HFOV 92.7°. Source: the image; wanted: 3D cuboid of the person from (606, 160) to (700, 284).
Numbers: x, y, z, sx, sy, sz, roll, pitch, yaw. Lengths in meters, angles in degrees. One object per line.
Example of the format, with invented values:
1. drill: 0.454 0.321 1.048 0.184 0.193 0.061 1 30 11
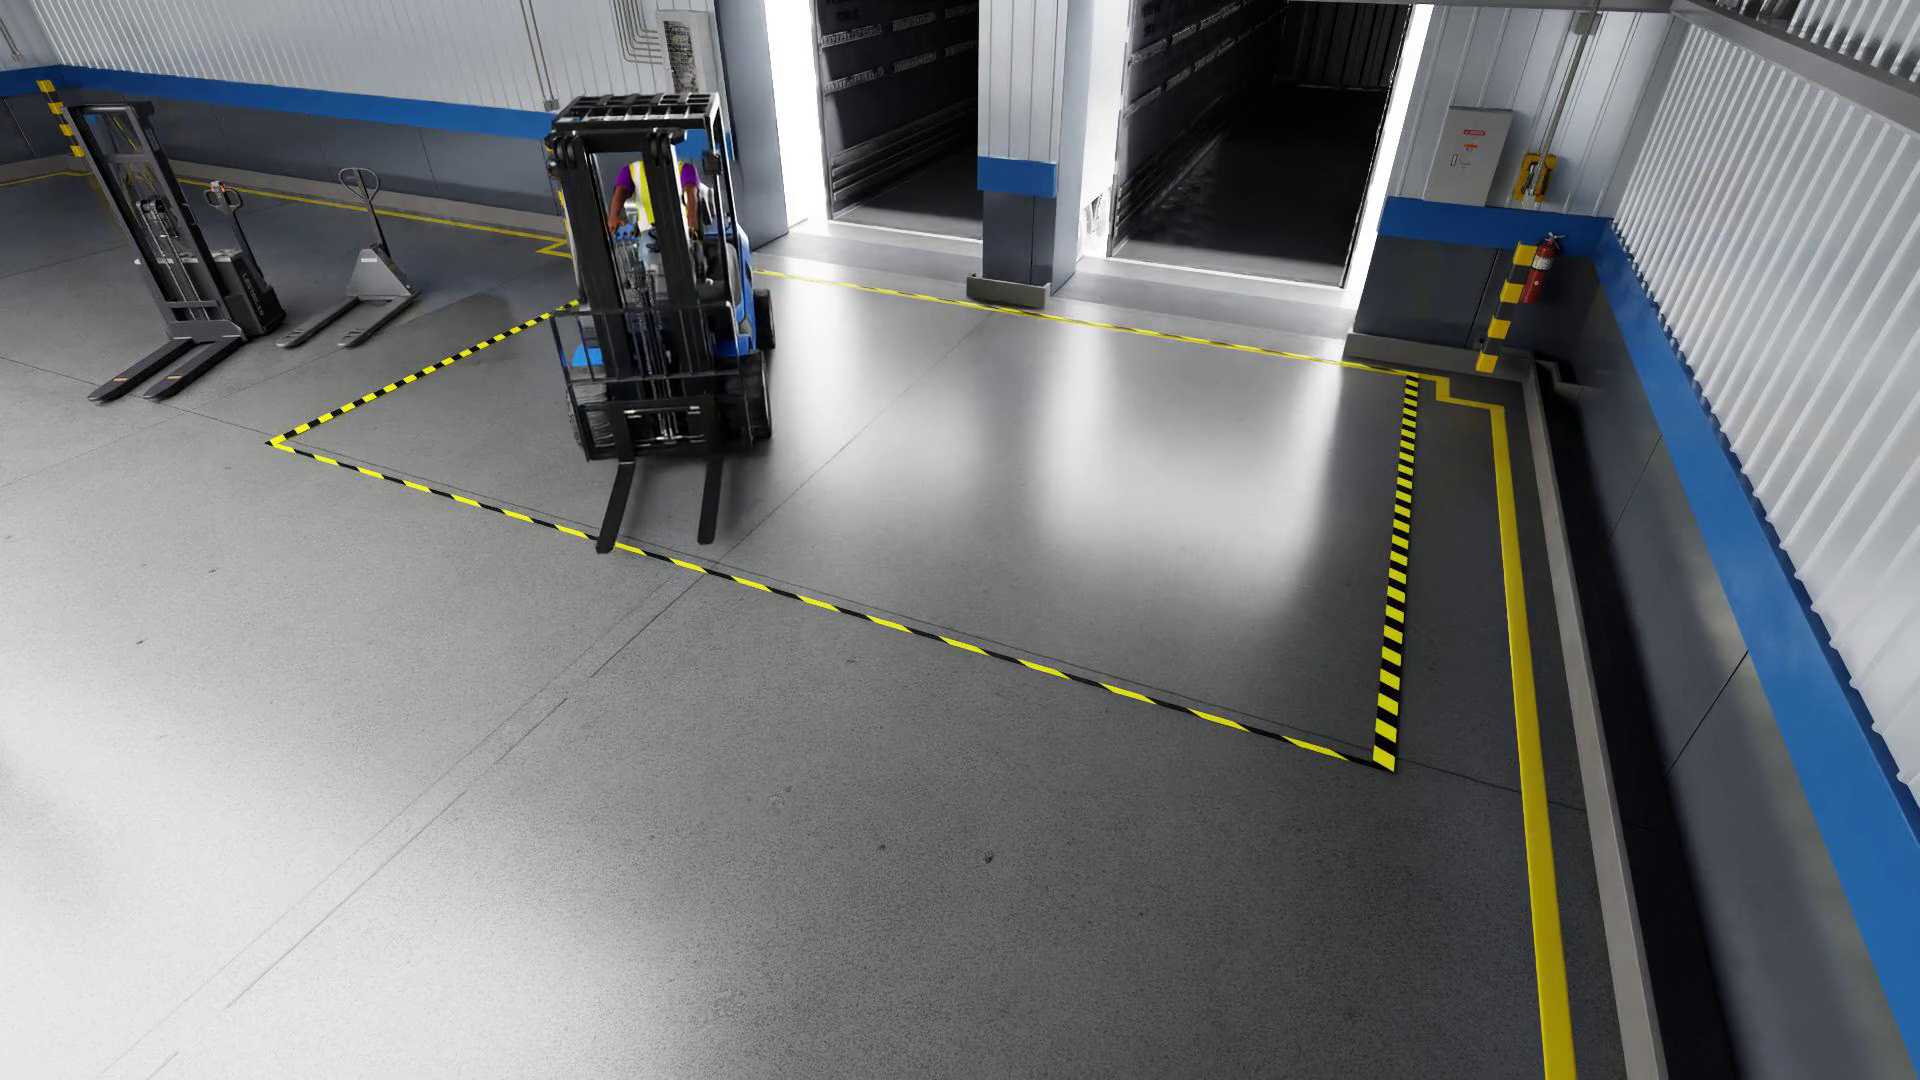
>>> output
1. person: -2.183 -2.255 6.608 0.635 1.294 1.004 -5 35 -7

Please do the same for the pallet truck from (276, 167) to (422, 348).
1. pallet truck: -5.732 -2.611 8.414 0.680 1.201 1.601 -1 35 -1

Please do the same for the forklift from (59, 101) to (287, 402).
1. forklift: -6.686 -2.387 7.434 0.823 1.965 1.885 -3 35 -5

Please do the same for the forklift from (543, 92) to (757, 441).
1. forklift: -2.185 -2.136 6.764 1.157 2.036 2.680 -5 35 -7
